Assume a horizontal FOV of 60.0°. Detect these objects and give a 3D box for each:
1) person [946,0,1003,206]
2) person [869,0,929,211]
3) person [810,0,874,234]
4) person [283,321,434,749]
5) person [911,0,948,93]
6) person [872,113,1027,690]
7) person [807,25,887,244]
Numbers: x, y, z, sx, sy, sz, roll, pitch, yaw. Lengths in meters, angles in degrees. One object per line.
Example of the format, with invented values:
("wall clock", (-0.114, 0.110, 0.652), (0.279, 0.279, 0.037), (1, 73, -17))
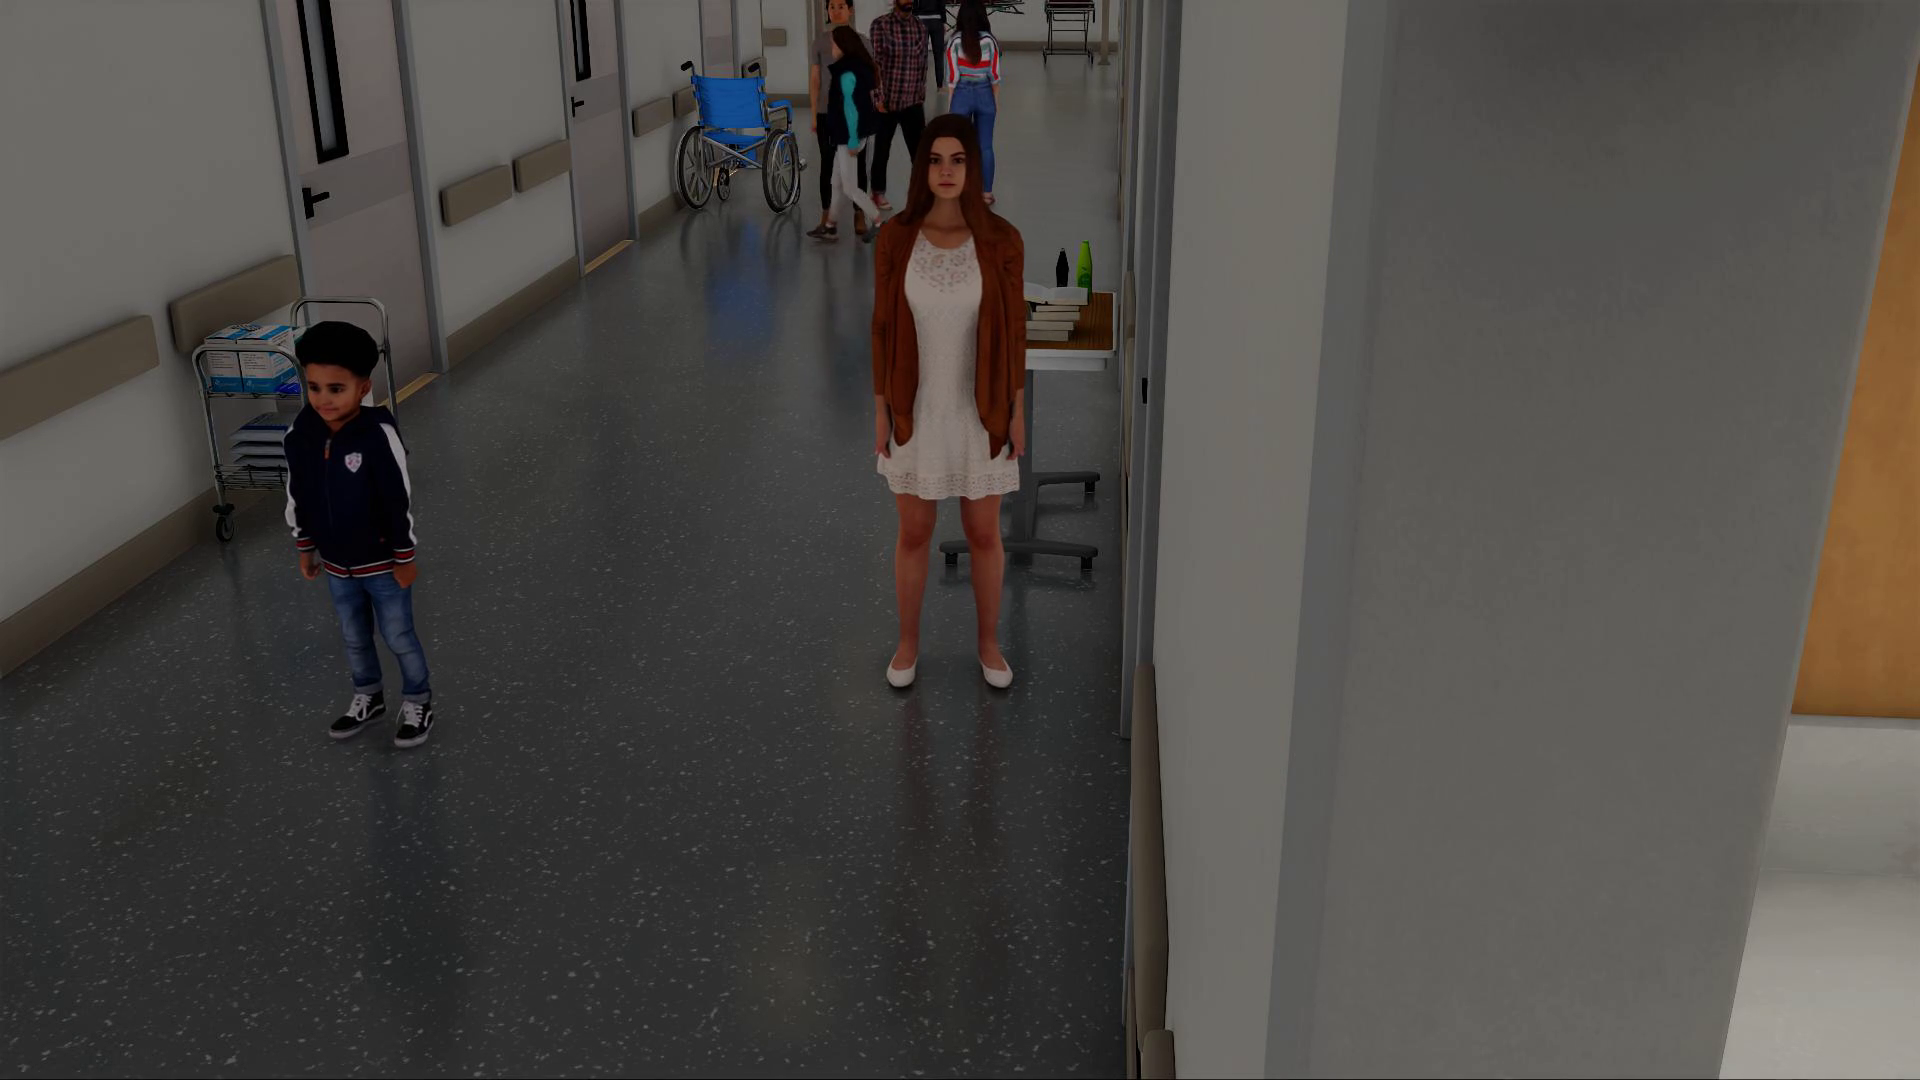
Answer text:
("person", (0.101, -3.488, 13.217), (0.625, 1.612, 0.552), (-1, 21, -4))
("person", (-0.520, -3.378, 12.763), (1.088, 1.729, 1.234), (-11, 23, -27))
("person", (-0.849, -3.099, 12.033), (0.611, 1.724, 0.526), (1, 21, 2))
("person", (-1.650, -0.011, 4.591), (0.551, 1.219, 0.513), (6, 21, 15))
("person", (-0.402, -6.741, 21.645), (0.619, 1.726, 0.518), (3, 21, 7))
("person", (-0.034, -0.386, 4.881), (0.598, 1.715, 0.567), (1, 21, 3))
("person", (-0.790, -2.801, 11.598), (0.652, 1.475, 0.782), (2, 21, 5))
